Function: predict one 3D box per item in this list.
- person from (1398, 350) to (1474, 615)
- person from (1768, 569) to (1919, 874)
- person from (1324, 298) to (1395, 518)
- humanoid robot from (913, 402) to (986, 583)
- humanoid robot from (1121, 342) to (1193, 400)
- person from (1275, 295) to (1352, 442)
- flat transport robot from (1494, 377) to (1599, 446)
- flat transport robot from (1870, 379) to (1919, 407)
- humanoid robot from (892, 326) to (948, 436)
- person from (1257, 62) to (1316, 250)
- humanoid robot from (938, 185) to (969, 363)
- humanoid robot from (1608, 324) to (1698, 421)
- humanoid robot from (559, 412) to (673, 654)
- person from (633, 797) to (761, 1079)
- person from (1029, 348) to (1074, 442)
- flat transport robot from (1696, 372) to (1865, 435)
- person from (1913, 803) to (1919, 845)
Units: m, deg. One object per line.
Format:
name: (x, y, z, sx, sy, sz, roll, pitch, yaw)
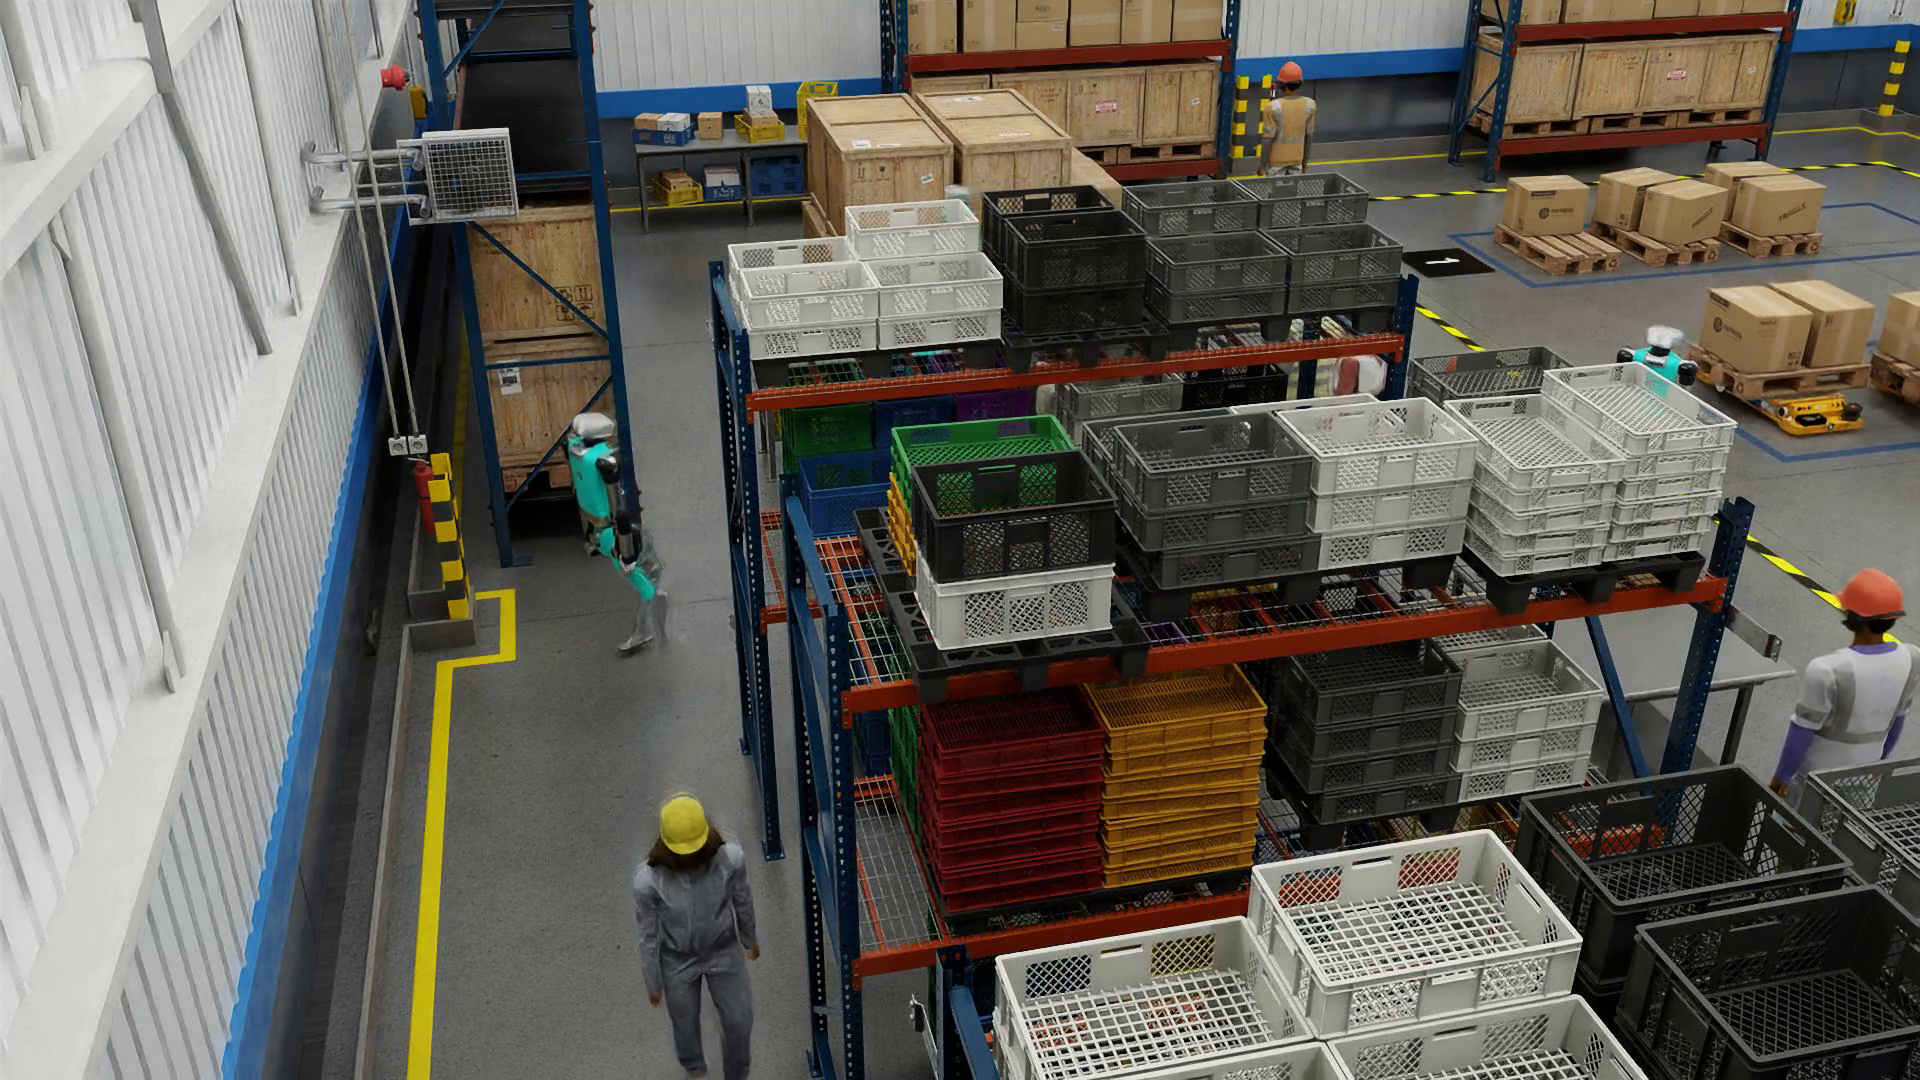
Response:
person: (3.172, -0.324, 10.873, 0.373, 1.934, 0.550, -18, 33, -31)
person: (4.259, 1.067, 8.130, 0.616, 2.035, 0.403, -6, 28, -11)
person: (2.896, -0.834, 11.892, 0.644, 1.893, 0.600, 13, 30, 23)
humanoid robot: (-0.107, -0.173, 10.869, 0.806, 1.825, 0.547, -6, 28, -12)
humanoid robot: (1.428, -0.948, 12.375, 0.586, 1.634, 0.724, 9, 29, 16)
person: (2.607, -1.138, 12.529, 0.630, 1.840, 0.429, -13, 30, -23)
flat transport robot: (4.780, -1.036, 14.013, 0.659, 0.231, 1.431, -6, 28, -12)
flat transport robot: (8.615, -1.190, 14.275, 0.652, 0.197, 1.431, -6, 28, -12)
humanoid robot: (-0.146, -0.749, 11.925, 0.650, 1.818, 0.531, -24, 36, -37)
person: (3.494, -4.117, 17.954, 0.605, 2.048, 0.366, -8, 29, -15)
humanoid robot: (0.128, -2.297, 14.837, 0.922, 1.765, 0.539, -7, 29, -12)
humanoid robot: (4.887, -0.786, 11.820, 0.533, 1.675, 0.735, 16, 32, 28)
humanoid robot: (-2.066, 0.018, 10.551, 0.745, 1.899, 0.545, -24, 36, -38)
person: (-1.093, 1.794, 7.064, 0.529, 1.724, 0.582, -11, 30, -19)
person: (0.612, -0.616, 11.548, 0.361, 1.831, 0.500, -11, 30, -20)
flat transport robot: (7.115, -1.307, 14.497, 0.652, 0.197, 1.431, -6, 28, -12)
person: (4.902, 1.143, 8.267, 0.524, 1.772, 0.305, -18, 33, -31)
